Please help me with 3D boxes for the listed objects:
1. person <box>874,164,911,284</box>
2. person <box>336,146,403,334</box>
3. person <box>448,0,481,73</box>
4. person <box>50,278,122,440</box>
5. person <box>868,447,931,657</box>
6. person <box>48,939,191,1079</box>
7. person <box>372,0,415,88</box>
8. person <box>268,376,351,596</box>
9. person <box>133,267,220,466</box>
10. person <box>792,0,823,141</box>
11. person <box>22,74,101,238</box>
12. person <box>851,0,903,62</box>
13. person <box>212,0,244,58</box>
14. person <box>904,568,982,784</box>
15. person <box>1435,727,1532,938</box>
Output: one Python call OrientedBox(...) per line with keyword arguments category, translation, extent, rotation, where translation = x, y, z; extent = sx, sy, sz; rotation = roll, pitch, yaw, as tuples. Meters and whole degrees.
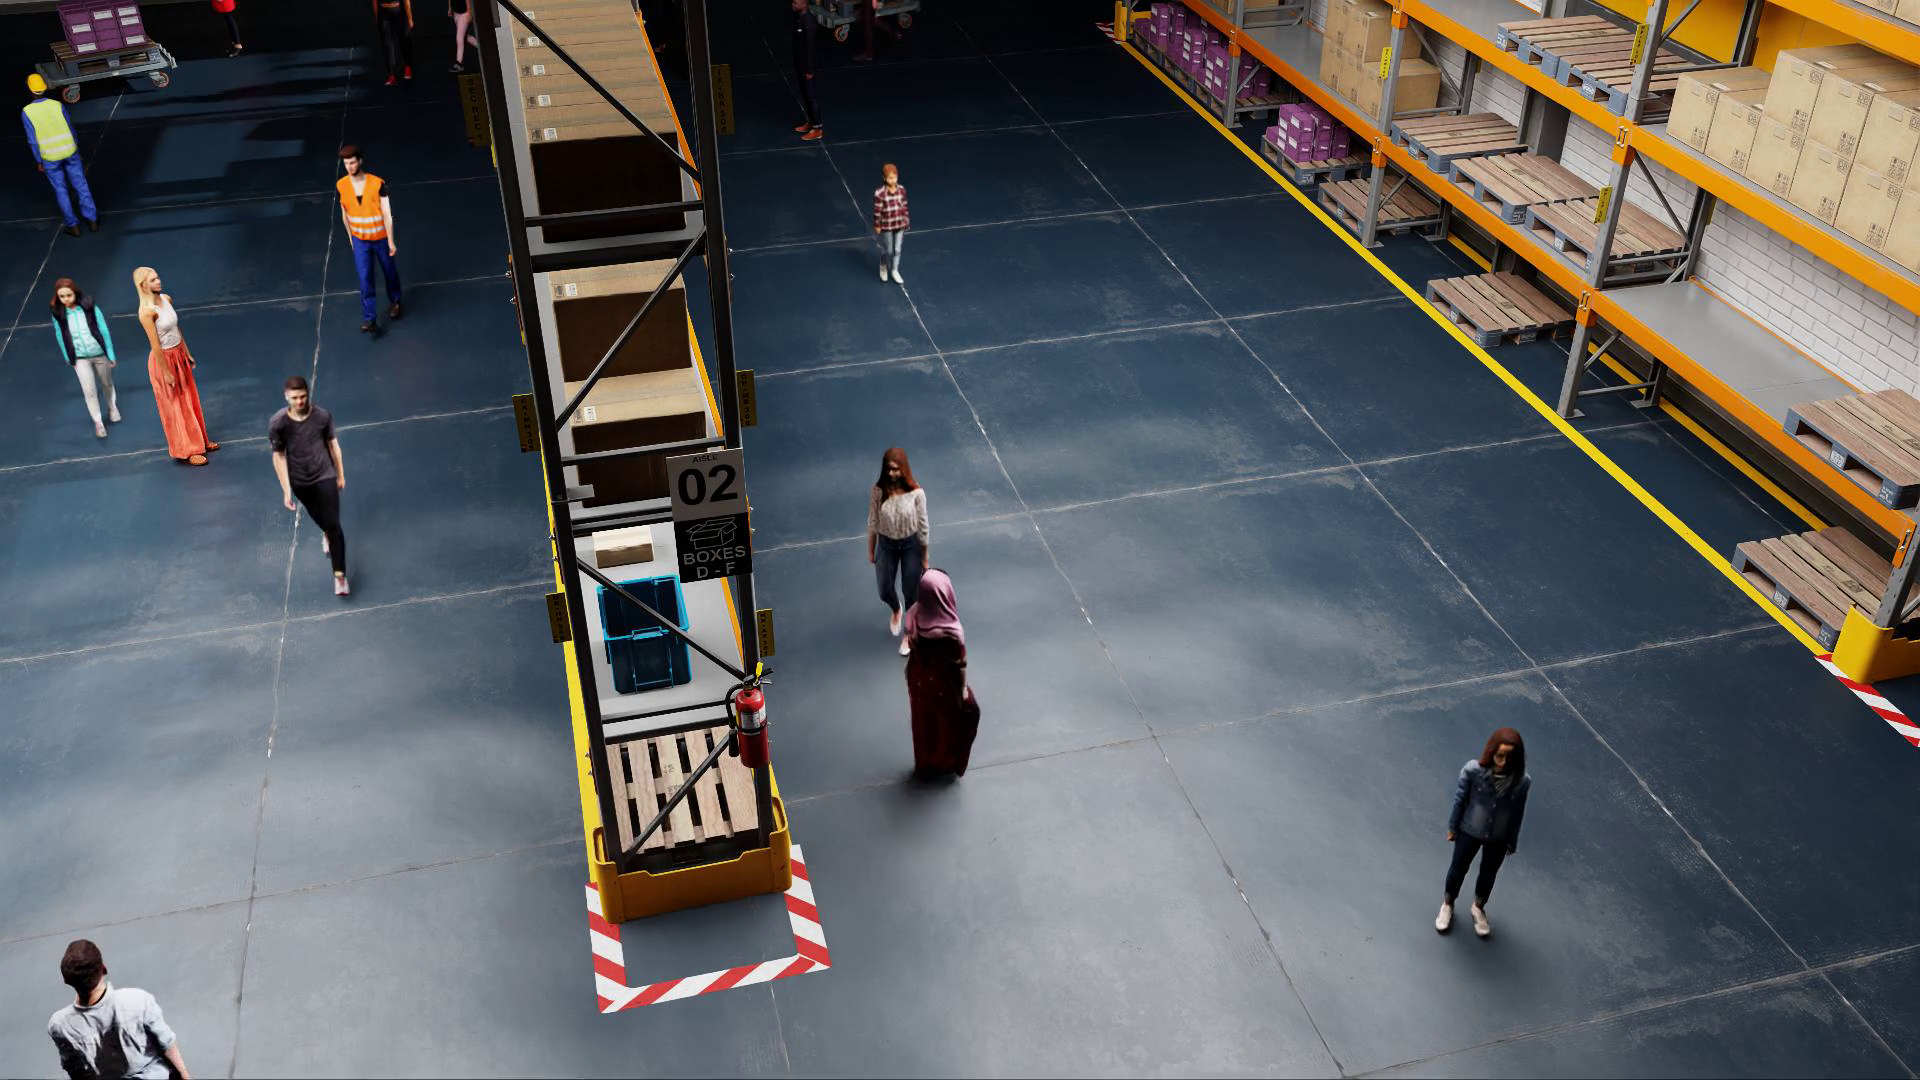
OrientedBox(category="person", translation=(-0.739, -3.357, 17.532), extent=(0.581, 1.299, 0.594), rotation=(-17, 37, -23))
OrientedBox(category="person", translation=(-5.825, -3.050, 16.573), extent=(0.791, 1.848, 1.162), rotation=(-3, 34, -5))
OrientedBox(category="person", translation=(-6.972, -7.413, 23.417), extent=(0.980, 1.538, 0.960), rotation=(26, 42, 34))
OrientedBox(category="person", translation=(-7.783, -1.703, 14.884), extent=(0.682, 1.475, 0.886), rotation=(-17, 37, -24))
OrientedBox(category="person", translation=(-0.414, 0.021, 12.074), extent=(0.729, 1.715, 0.776), rotation=(3, 34, 4))
OrientedBox(category="person", translation=(-3.954, 2.673, 7.971), extent=(0.701, 1.840, 0.777), rotation=(-12, 35, -17))
OrientedBox(category="person", translation=(-7.786, -7.213, 22.901), extent=(0.804, 1.778, 1.128), rotation=(-3, 34, -4))
OrientedBox(category="person", translation=(-5.008, -0.507, 12.870), extent=(0.618, 1.713, 1.173), rotation=(-9, 35, -13))
OrientedBox(category="person", translation=(-6.789, -1.508, 14.295), extent=(0.748, 1.803, 0.611), rotation=(1, 34, 2))
OrientedBox(category="person", translation=(-1.935, -6.022, 21.073), extent=(0.772, 1.817, 0.561), rotation=(-12, 36, -18))
OrientedBox(category="person", translation=(-10.005, -4.275, 18.449), extent=(0.751, 1.813, 0.742), rotation=(-26, 42, -34))
OrientedBox(category="person", translation=(-1.201, -7.770, 23.676), extent=(0.823, 1.847, 0.955), rotation=(-4, 34, -6))
OrientedBox(category="person", translation=(-10.605, -7.847, 23.878), extent=(0.721, 1.751, 0.608), rotation=(-15, 36, -21))
OrientedBox(category="person", translation=(-0.185, 0.927, 10.775), extent=(0.817, 1.643, 0.892), rotation=(22, 39, 29))
OrientedBox(category="person", translation=(3.079, 1.699, 9.764), extent=(0.635, 1.477, 0.641), rotation=(6, 34, 9))
